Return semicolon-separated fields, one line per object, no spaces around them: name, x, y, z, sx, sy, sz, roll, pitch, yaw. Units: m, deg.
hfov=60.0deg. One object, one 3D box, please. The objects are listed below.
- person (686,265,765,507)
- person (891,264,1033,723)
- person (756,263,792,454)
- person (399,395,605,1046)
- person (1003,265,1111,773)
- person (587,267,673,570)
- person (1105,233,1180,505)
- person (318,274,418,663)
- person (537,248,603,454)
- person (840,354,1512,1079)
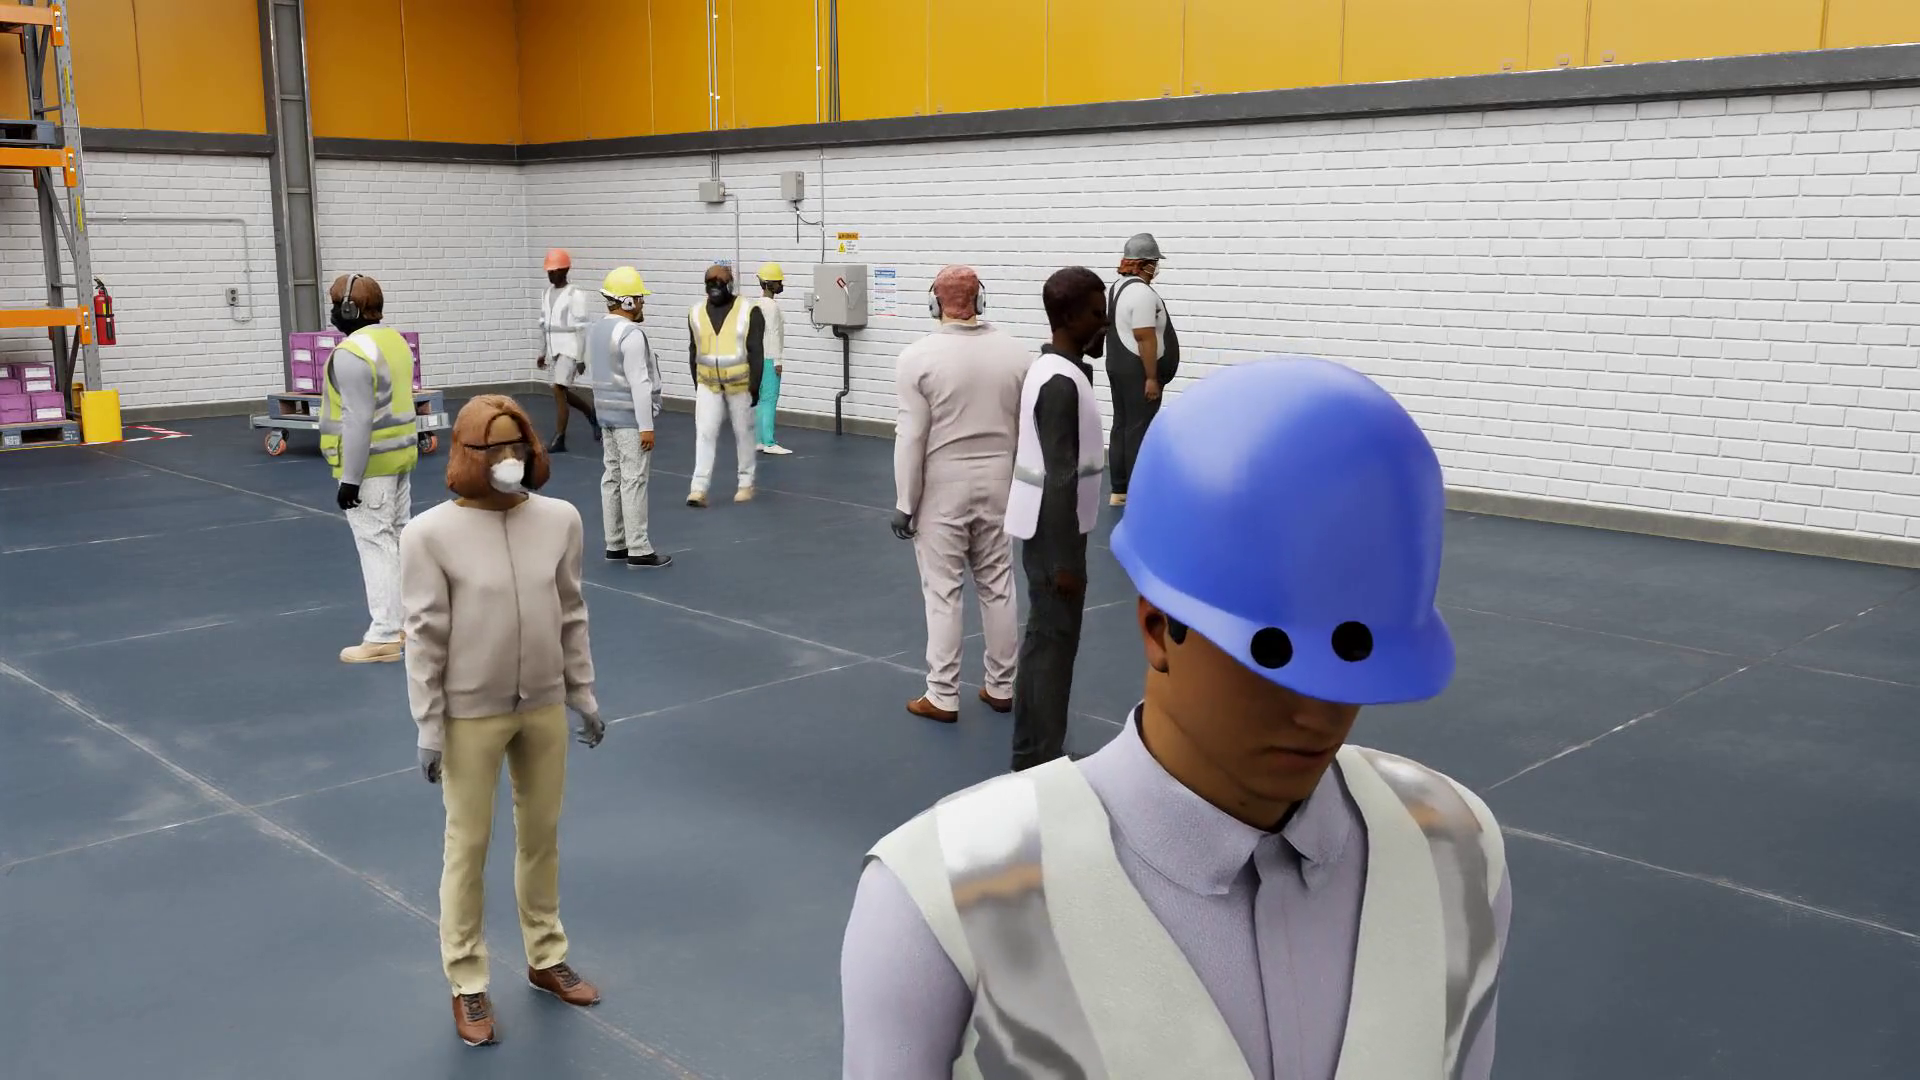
person;-1.766;-1.137;12.422;0.627;1.800;0.894;2;11;9
person;-0.007;-0.192;6.966;0.644;1.904;0.399;-6;12;-28
person;-1.743;-1.679;15.447;0.312;1.767;0.533;-4;11;-20
person;-1.154;0.445;4.247;0.523;1.629;0.275;-10;14;-43
person;0.345;-0.008;5.924;0.383;1.918;0.595;0;10;1
person;-2.016;-0.737;10.132;0.403;1.833;0.586;-8;13;-38
person;1.349;-1.235;12.277;0.536;2.000;0.673;-3;11;-16
person;-2.815;-0.338;7.930;0.430;1.844;0.624;1;10;3
person;-3.646;-1.775;15.610;0.554;1.910;0.795;9;13;39
person;0.192;0.817;1.368;0.602;1.938;0.402;-4;11;-22
